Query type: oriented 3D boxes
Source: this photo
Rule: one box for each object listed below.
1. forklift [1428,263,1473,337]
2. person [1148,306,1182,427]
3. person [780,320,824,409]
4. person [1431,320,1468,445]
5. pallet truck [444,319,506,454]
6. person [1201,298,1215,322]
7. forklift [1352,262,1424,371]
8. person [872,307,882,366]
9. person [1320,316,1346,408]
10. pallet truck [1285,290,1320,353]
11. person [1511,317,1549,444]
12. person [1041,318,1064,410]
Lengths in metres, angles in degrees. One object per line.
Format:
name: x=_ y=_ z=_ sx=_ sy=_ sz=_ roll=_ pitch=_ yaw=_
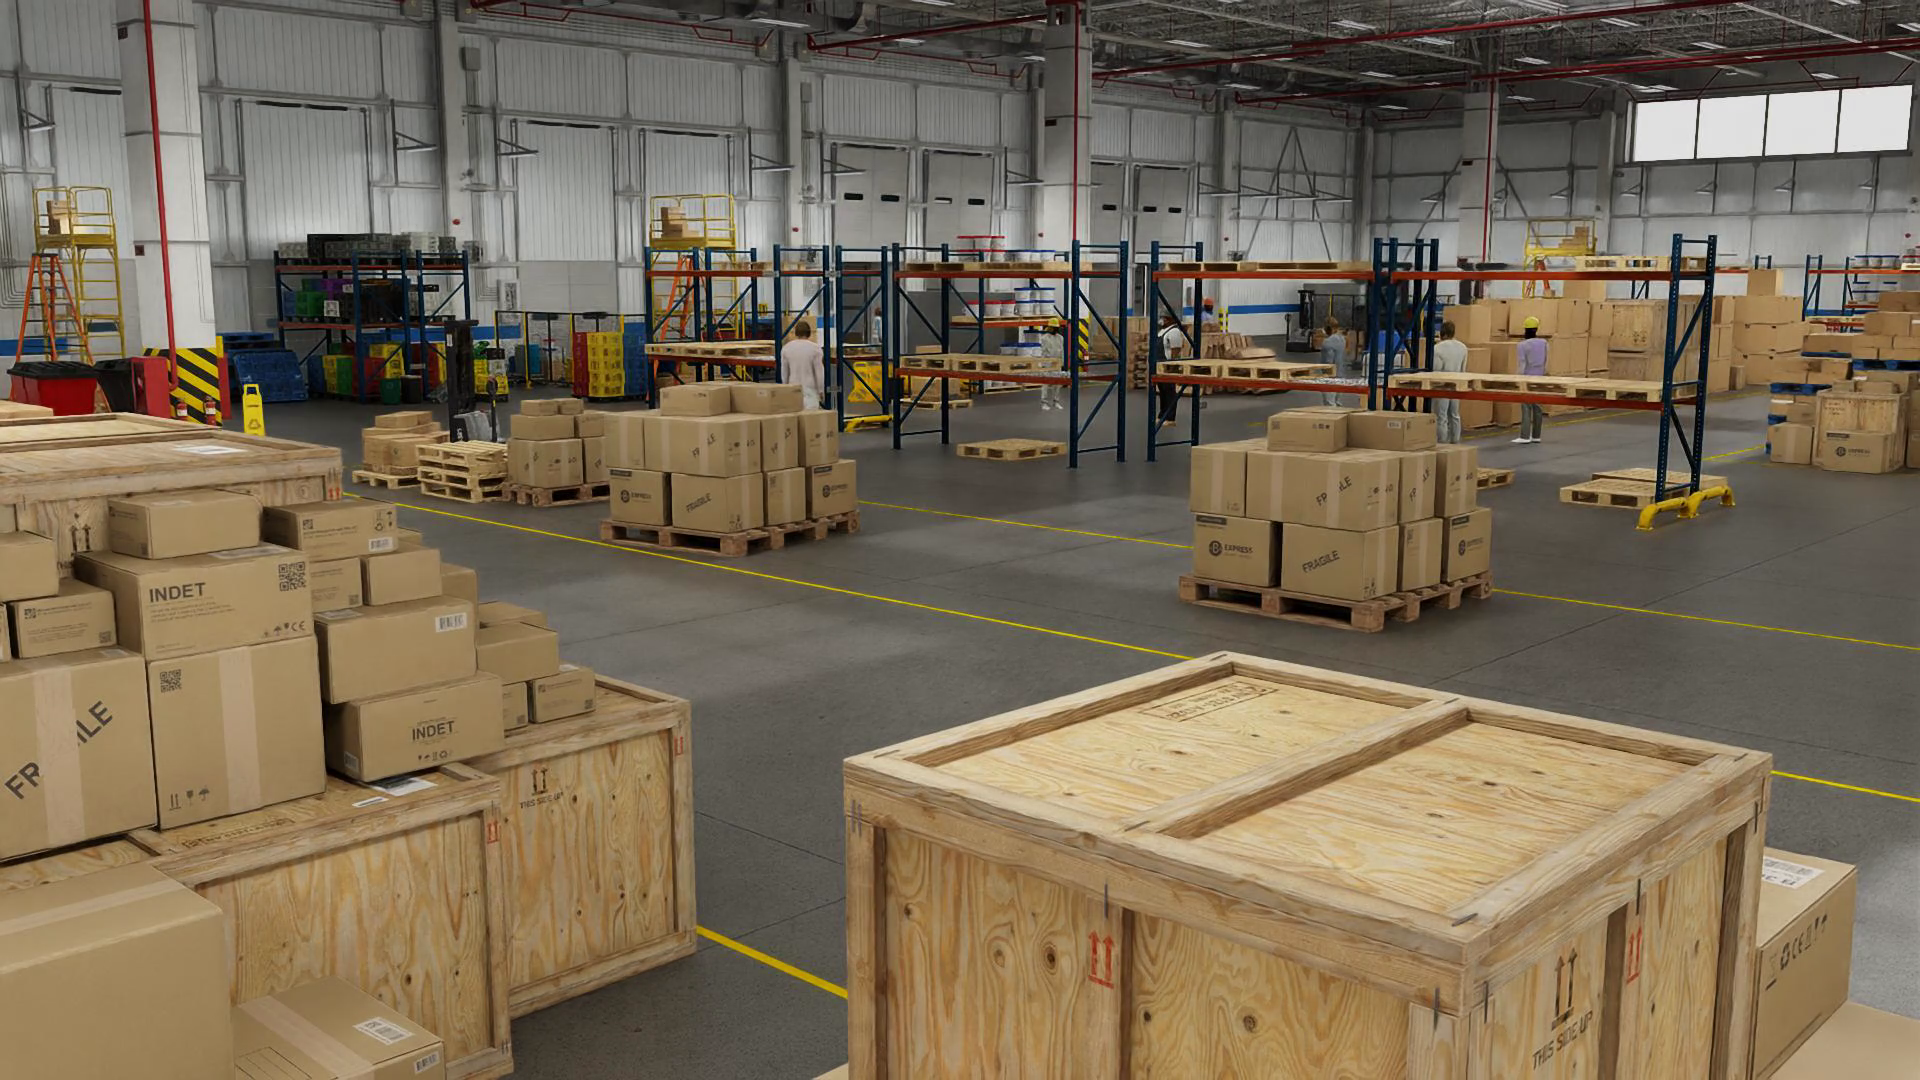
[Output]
forklift: x=14.120 y=-6.374 z=46.625 sx=1.873 sy=2.768 sz=1.129 roll=3 pitch=10 yaw=15
person: x=3.449 y=-2.940 z=28.137 sx=0.538 sy=2.000 sz=0.688 roll=-2 pitch=9 yaw=-13
person: x=-2.193 y=-2.096 z=23.276 sx=0.627 sy=1.940 sz=0.371 roll=3 pitch=10 yaw=17
person: x=6.779 y=-2.086 z=23.212 sx=0.627 sy=1.941 sz=0.371 roll=-5 pitch=11 yaw=-28
pallet truck: x=-6.981 y=-1.942 z=22.150 sx=1.885 sy=1.965 sz=0.823 roll=1 pitch=9 yaw=9
person: x=6.153 y=-5.053 z=41.409 sx=0.373 sy=1.934 sz=0.551 roll=4 pitch=10 yaw=21
forklift: x=10.939 y=-5.655 z=42.217 sx=1.129 sy=2.768 sz=1.873 roll=-2 pitch=9 yaw=-12
person: x=-2.177 y=-5.394 z=44.446 sx=0.321 sy=1.632 sz=0.523 roll=-1 pitch=9 yaw=-7
person: x=5.664 y=-2.444 z=25.419 sx=0.372 sy=1.938 sz=0.630 roll=6 pitch=11 yaw=31
pallet truck: x=11.297 y=-6.951 z=52.861 sx=1.885 sy=1.965 sz=0.823 roll=-5 pitch=11 yaw=-29
person: x=8.672 y=-2.424 z=25.318 sx=0.585 sy=1.928 sz=0.370 roll=-5 pitch=10 yaw=-27
person: x=1.755 y=-3.323 z=31.426 sx=0.487 sy=1.736 sz=0.320 roll=-5 pitch=10 yaw=-27
